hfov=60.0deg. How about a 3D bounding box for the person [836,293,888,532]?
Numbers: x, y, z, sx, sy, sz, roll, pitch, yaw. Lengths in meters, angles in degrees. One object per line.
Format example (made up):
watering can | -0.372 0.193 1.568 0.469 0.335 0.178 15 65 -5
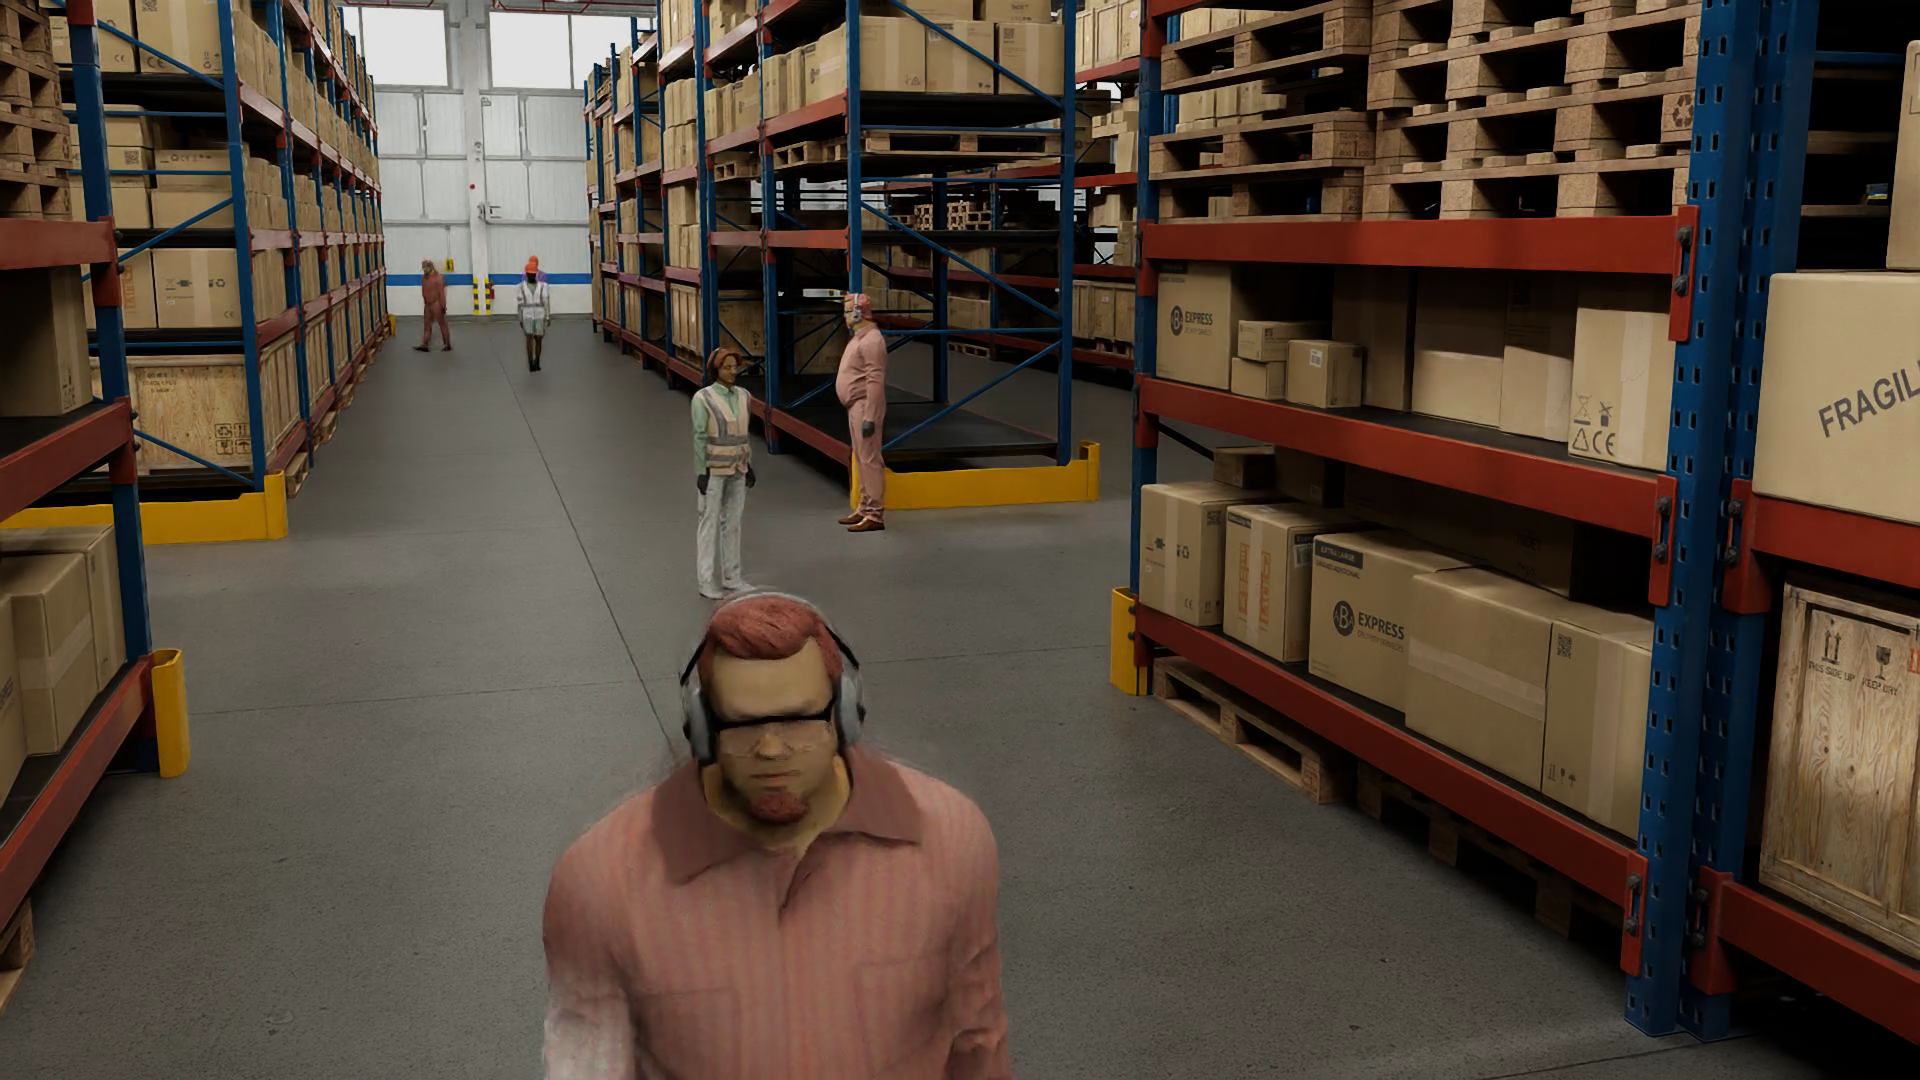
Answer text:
person | -0.793 -1.019 13.343 0.403 1.904 0.637 -2 11 -12

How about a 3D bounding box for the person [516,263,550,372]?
person | -7.444 -3.878 29.047 0.546 1.879 1.000 -3 11 -17

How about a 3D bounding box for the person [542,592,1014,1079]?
person | -0.239 0.998 2.320 0.675 1.889 0.454 -2 11 -12

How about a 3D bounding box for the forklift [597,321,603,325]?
forklift | -8.578 -7.001 43.447 1.873 2.768 1.129 -3 11 -17

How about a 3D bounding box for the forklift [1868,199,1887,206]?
forklift | 11.338 -2.915 21.052 1.129 2.768 1.873 -3 11 -17

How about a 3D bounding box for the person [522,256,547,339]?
person | -9.839 -5.599 38.455 0.561 1.895 0.932 -2 11 -10

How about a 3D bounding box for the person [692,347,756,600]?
person | -1.541 -0.439 10.880 0.313 1.639 0.517 7 13 35

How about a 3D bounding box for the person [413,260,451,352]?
person | -10.865 -4.796 34.139 0.747 1.864 0.858 6 12 31
